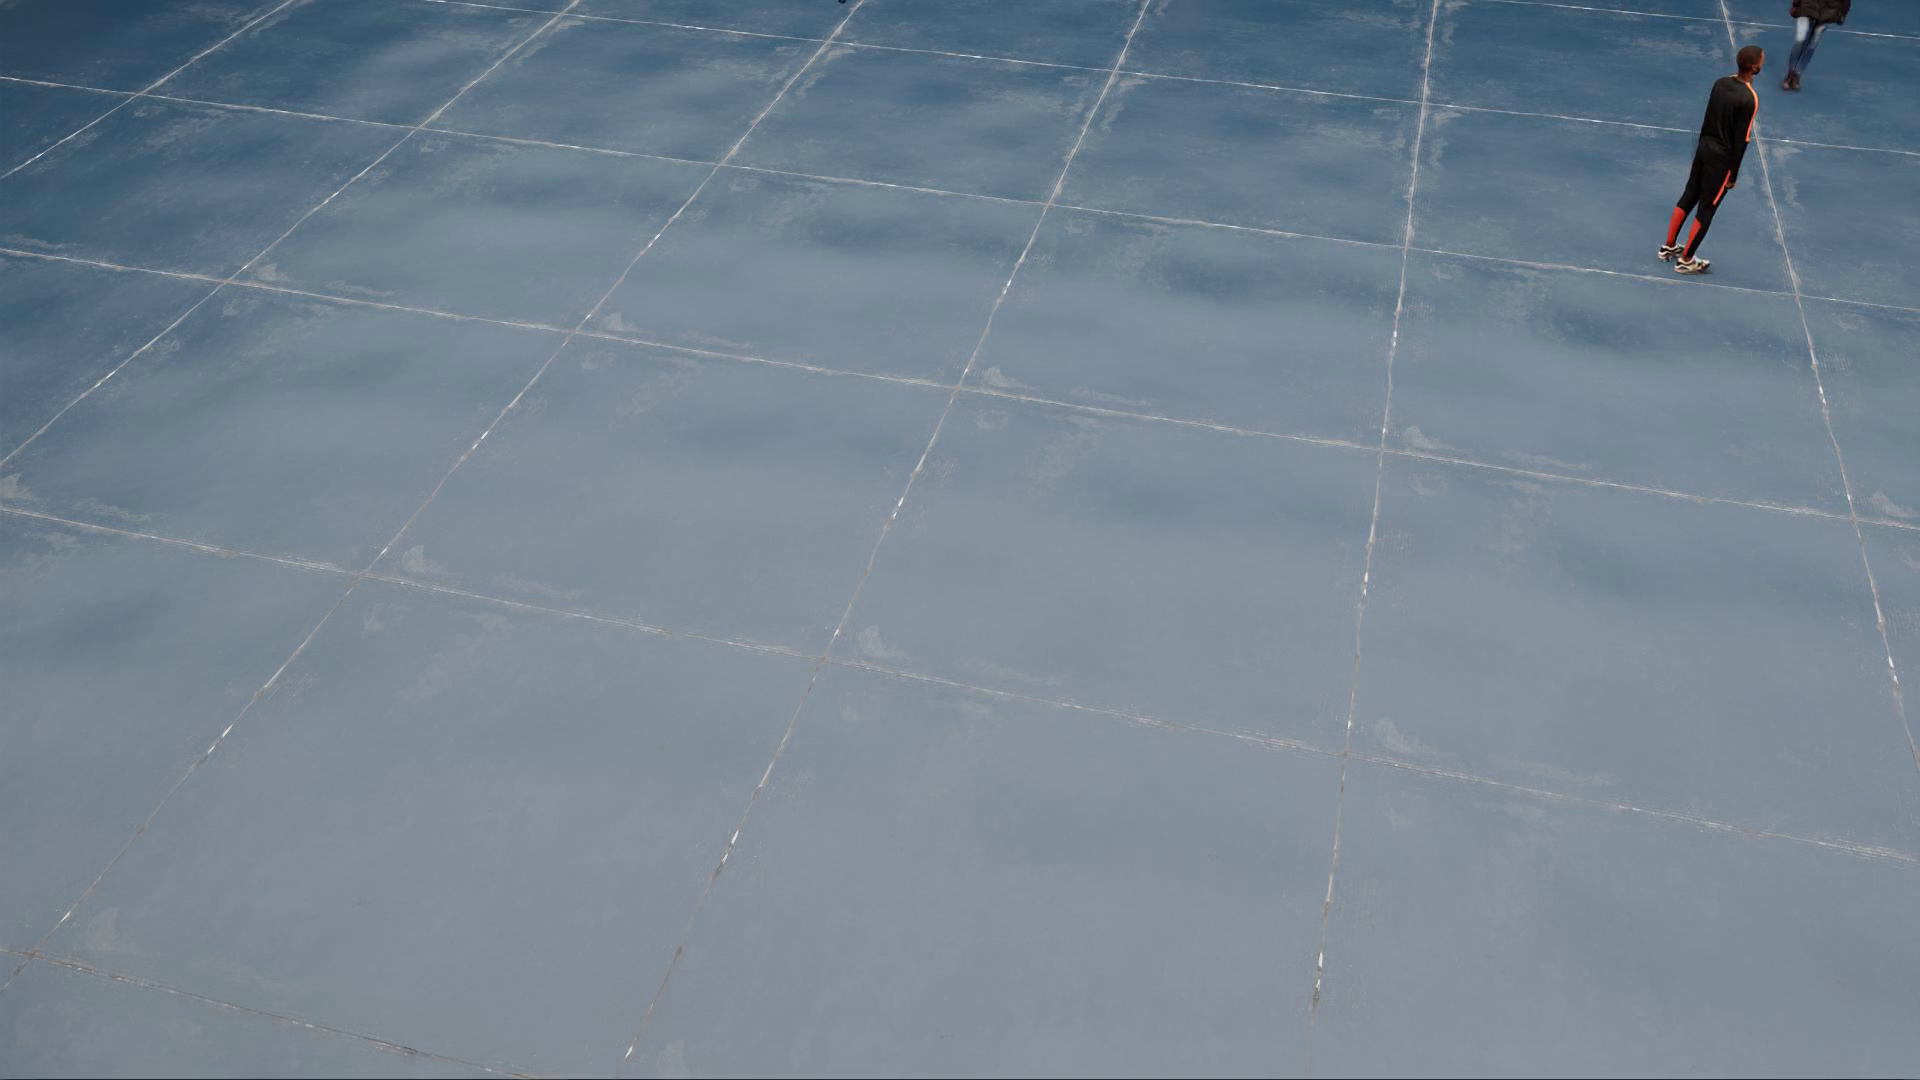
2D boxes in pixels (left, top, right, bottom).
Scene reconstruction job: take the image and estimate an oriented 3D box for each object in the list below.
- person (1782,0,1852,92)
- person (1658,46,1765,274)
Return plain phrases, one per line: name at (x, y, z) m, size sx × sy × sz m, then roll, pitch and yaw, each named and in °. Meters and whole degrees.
person at (8.119, -5.075, 15.734) m, size 0.628 × 1.613 × 0.577 m, roll 9°, pitch 39°, yaw 11°
person at (5.817, -2.943, 12.854) m, size 0.765 × 1.805 × 0.666 m, roll -12°, pitch 40°, yaw -15°
